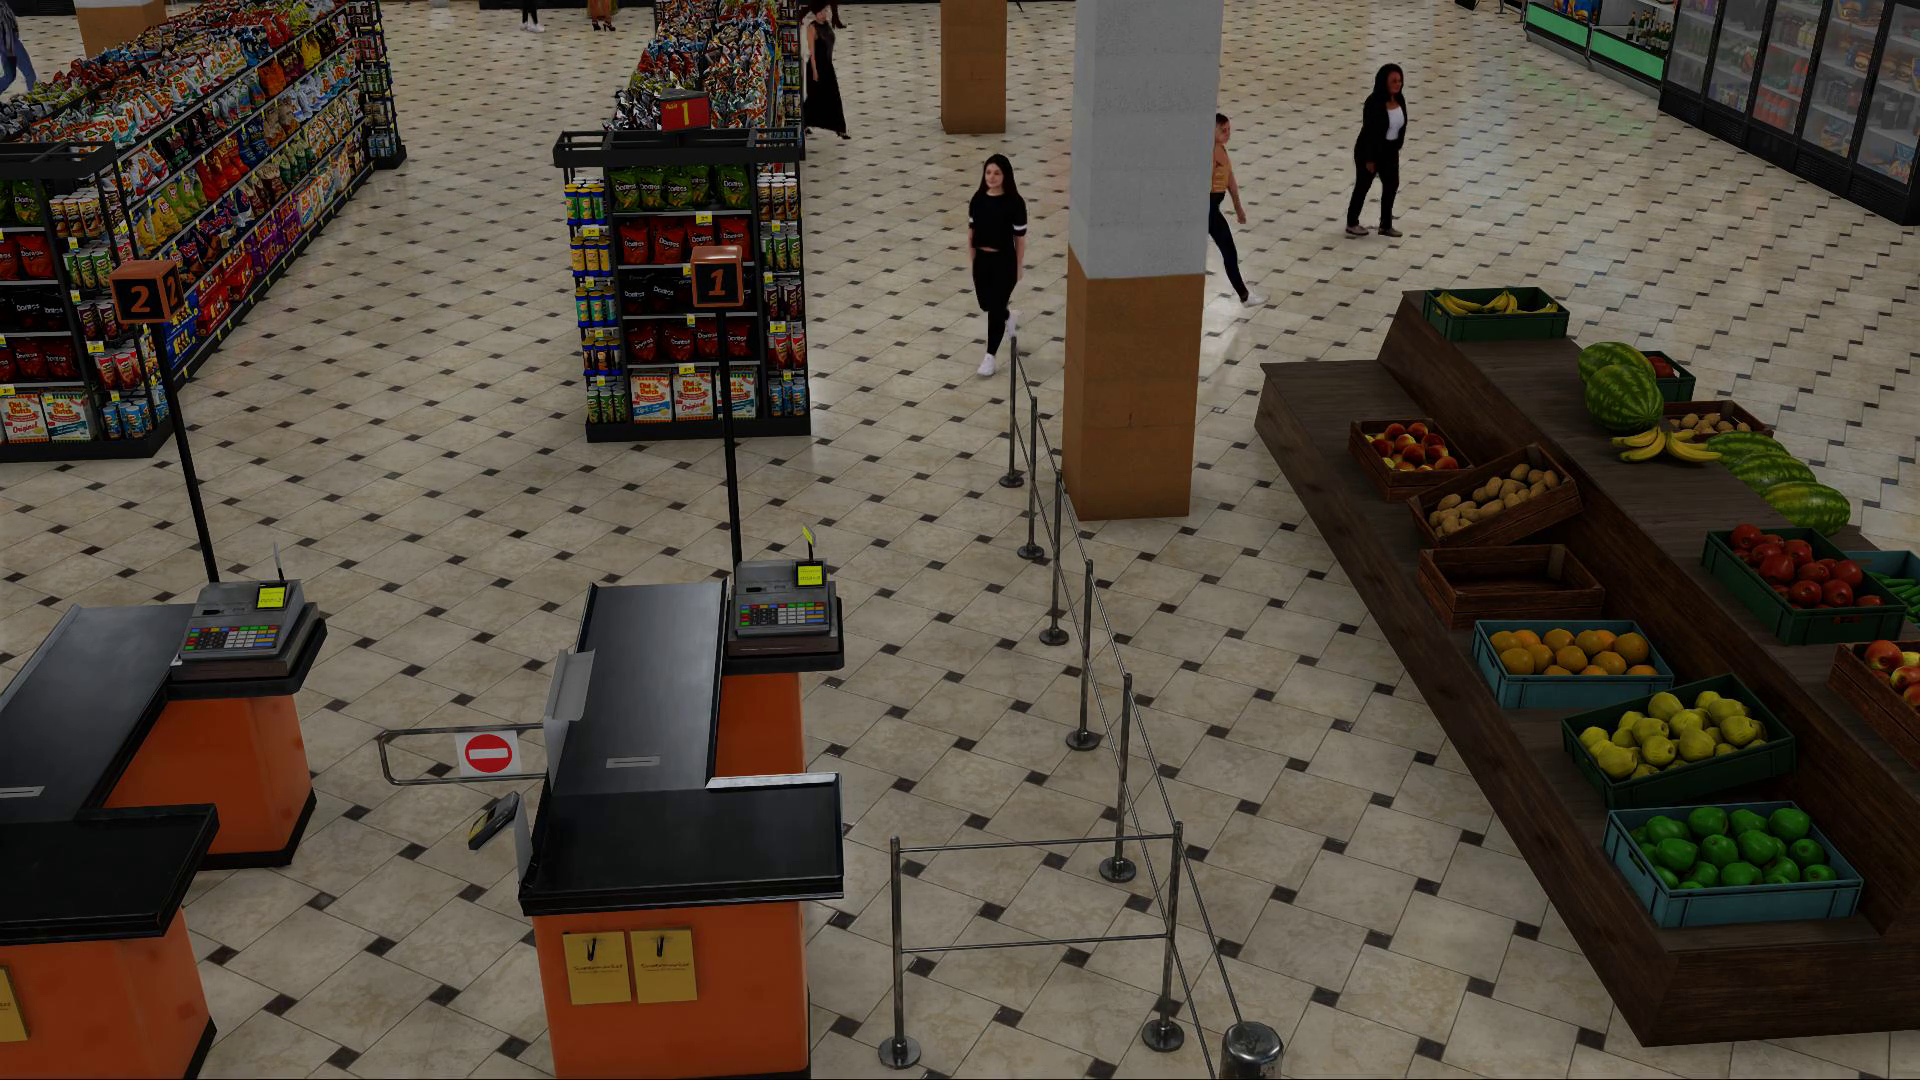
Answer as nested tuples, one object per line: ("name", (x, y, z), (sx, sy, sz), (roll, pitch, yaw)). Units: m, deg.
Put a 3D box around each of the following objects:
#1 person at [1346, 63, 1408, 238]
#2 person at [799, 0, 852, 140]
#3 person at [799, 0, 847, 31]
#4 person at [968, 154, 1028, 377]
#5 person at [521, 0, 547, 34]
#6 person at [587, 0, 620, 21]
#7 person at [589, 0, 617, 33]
("person", (3.789, -3.593, 15.356), (0.894, 1.595, 0.963), (-20, 33, -33))
("person", (-1.639, -5.297, 18.754), (1.031, 1.562, 1.014), (15, 30, 26))
("person", (-2.058, -8.463, 24.858), (0.772, 1.686, 1.015), (-8, 28, -15))
("person", (0.296, -2.061, 12.302), (0.889, 1.626, 1.059), (11, 29, 21))
("person", (-6.546, -8.499, 24.864), (1.029, 1.746, 0.971), (17, 32, 30))
("person", (-5.624, -8.904, 25.793), (1.053, 1.628, 0.827), (-1, 27, -1))
("person", (-5.455, -8.557, 24.940), (0.656, 1.780, 0.661), (10, 29, 19))
